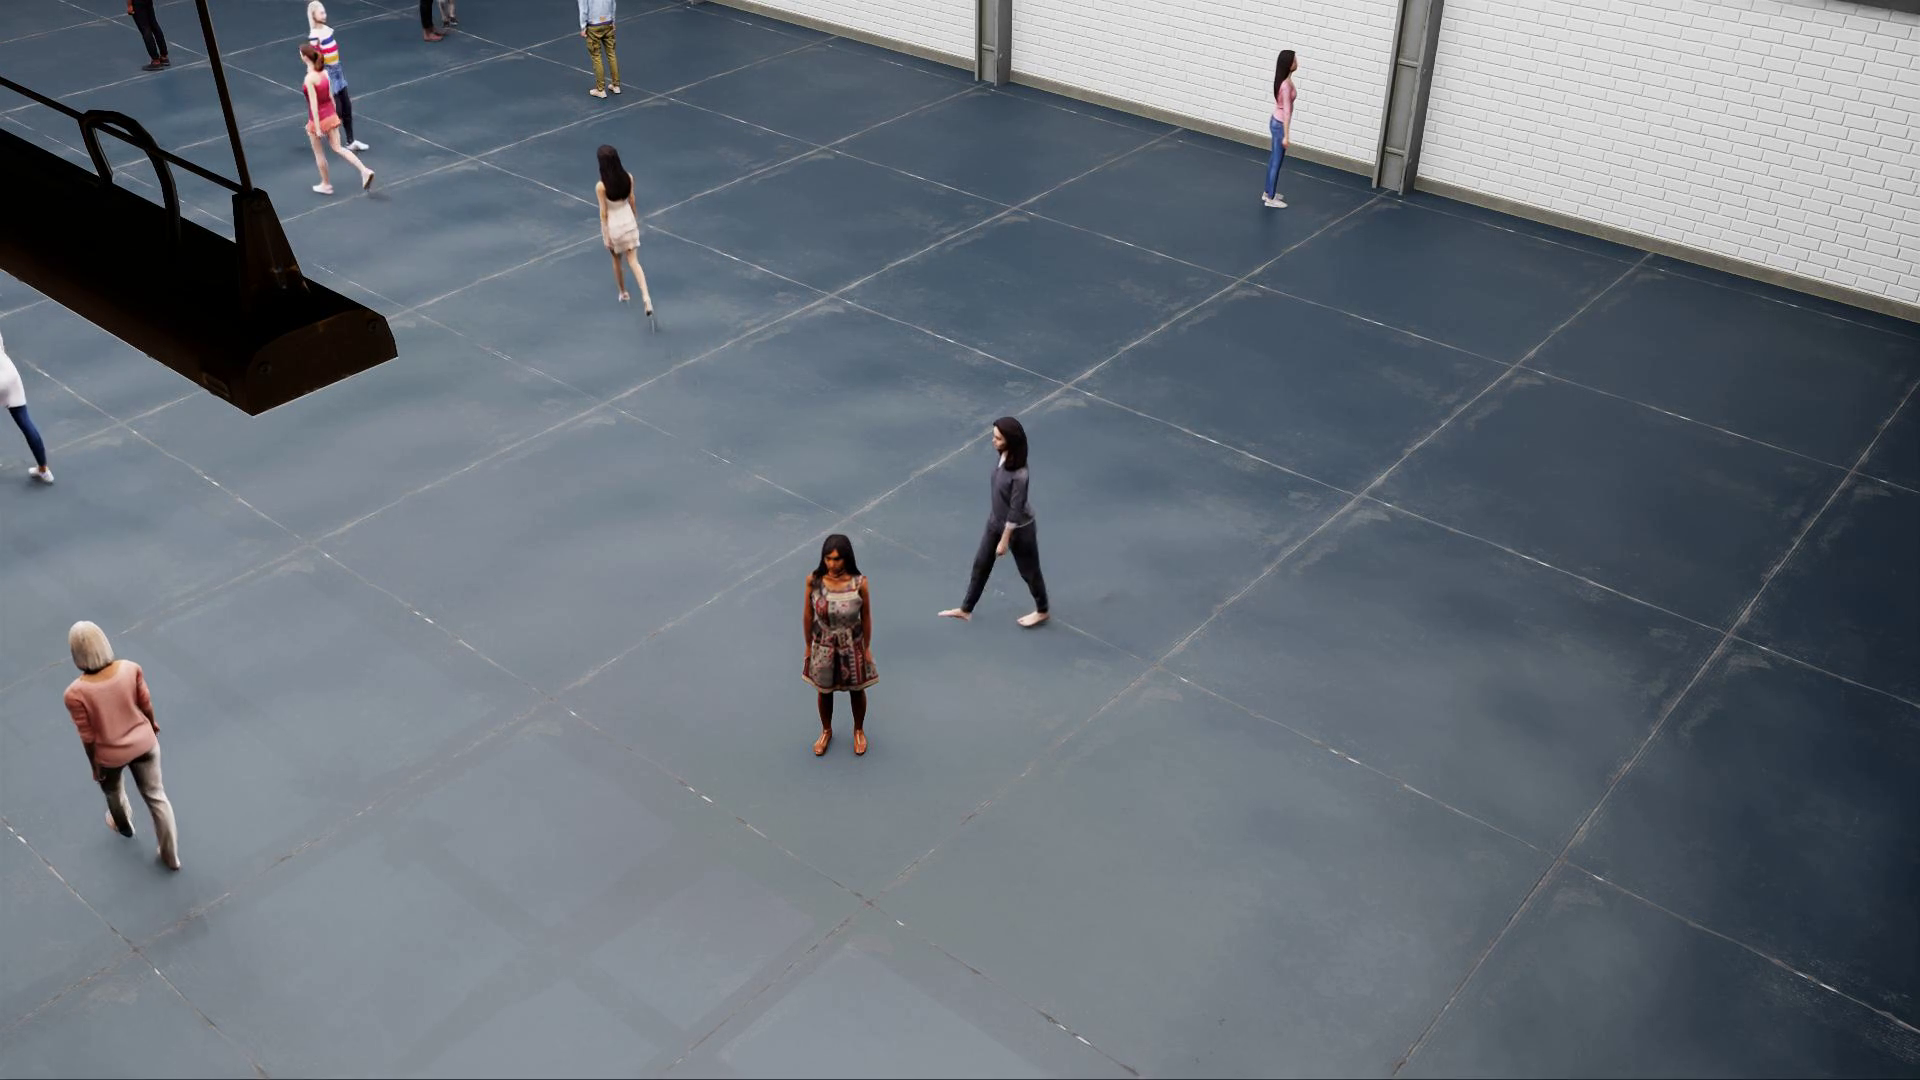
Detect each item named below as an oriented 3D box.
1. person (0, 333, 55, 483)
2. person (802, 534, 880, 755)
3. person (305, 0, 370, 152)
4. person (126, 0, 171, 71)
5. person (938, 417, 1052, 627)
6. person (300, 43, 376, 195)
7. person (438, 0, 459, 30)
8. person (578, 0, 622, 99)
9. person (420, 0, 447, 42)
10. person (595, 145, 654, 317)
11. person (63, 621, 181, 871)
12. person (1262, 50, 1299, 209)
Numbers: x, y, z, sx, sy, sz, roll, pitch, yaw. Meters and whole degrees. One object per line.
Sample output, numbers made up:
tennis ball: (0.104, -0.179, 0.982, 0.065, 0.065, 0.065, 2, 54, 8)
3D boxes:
person: (-7.732, -1.237, 13.459, 1.073, 1.740, 0.735, 18, 37, 25)
person: (-0.774, 0.662, 10.689, 0.688, 1.645, 0.782, 1, 34, 2)
person: (-7.577, -5.508, 19.835, 1.072, 1.795, 0.954, 3, 34, 5)
person: (-11.102, -7.311, 22.526, 0.734, 1.820, 0.748, 6, 34, 9)
person: (0.469, -0.105, 11.765, 1.046, 1.730, 1.086, -9, 35, -13)
person: (-7.067, -4.683, 18.653, 1.105, 1.730, 0.810, 10, 35, 15)
person: (-7.552, -8.230, 24.267, 0.684, 1.423, 0.810, -18, 38, -25)
person: (-4.684, -6.681, 21.585, 0.698, 1.812, 0.594, -28, 43, -35)
person: (-7.640, -8.060, 23.638, 0.821, 1.836, 0.765, -2, 34, -4)
person: (-3.226, -2.936, 16.046, 0.761, 1.708, 1.071, -20, 39, -27)
person: (-4.864, 1.253, 9.749, 0.934, 1.701, 0.653, 28, 43, 35)
person: (3.569, -4.594, 18.509, 0.683, 1.742, 0.651, 2, 34, 3)
